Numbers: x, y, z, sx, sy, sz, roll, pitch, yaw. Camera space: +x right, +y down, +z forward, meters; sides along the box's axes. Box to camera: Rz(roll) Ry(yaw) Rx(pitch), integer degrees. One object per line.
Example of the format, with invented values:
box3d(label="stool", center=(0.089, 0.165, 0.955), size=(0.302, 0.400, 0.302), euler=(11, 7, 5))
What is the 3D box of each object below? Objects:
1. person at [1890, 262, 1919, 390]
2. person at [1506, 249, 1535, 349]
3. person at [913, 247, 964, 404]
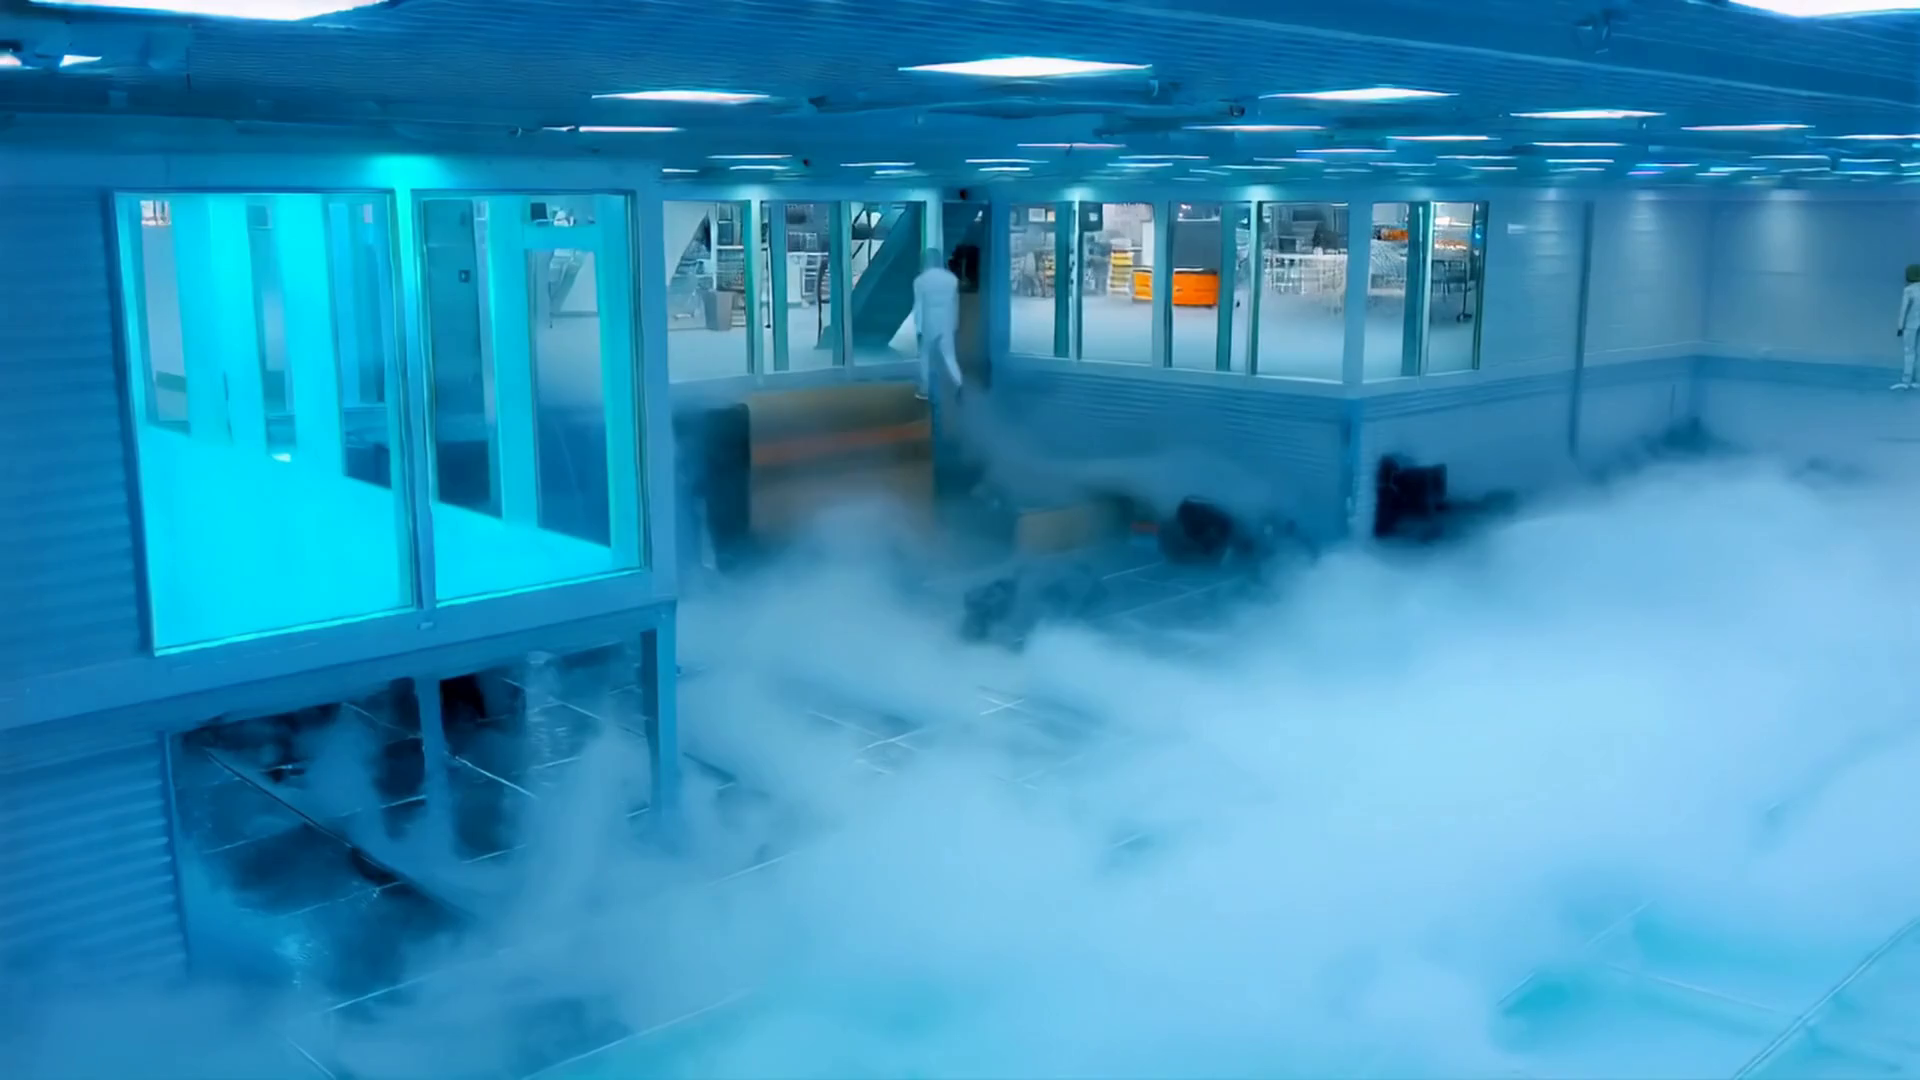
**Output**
box3d(label="person", center=(12.290, -2.754, 21.444), size=(0.497, 1.633, 0.278), euler=(-5, 12, -24))
box3d(label="person", center=(9.016, -3.962, 27.003), size=(1.016, 1.824, 0.634), euler=(-10, 15, -41))
box3d(label="person", center=(-0.253, -2.565, 19.904), size=(0.646, 1.874, 0.880), euler=(-5, 12, -23))
